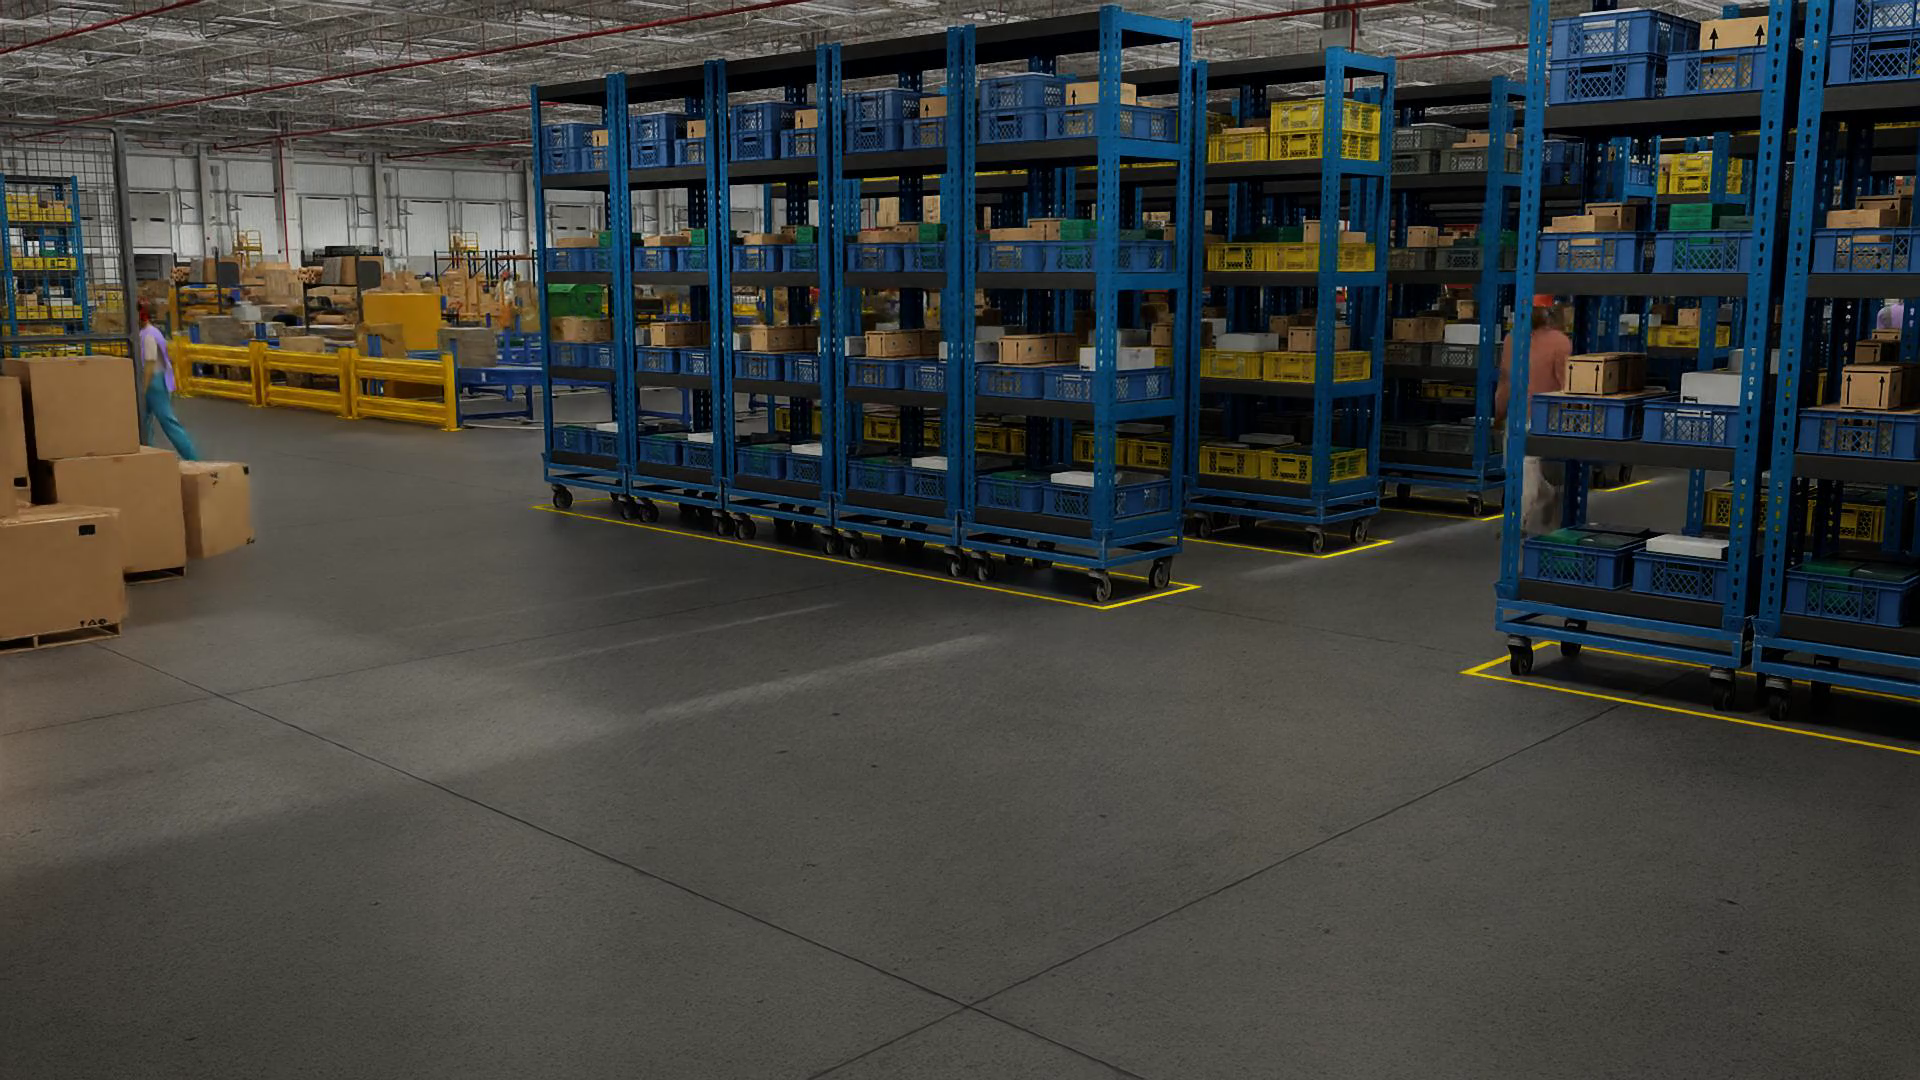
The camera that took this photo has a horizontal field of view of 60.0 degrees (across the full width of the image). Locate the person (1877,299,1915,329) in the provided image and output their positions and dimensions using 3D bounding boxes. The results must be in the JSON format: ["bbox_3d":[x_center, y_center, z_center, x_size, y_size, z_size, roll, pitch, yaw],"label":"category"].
[{"bbox_3d":[10.189,-1.860,17.927,0.605,2.039,0.386,8,12,40],"label":"person"}]

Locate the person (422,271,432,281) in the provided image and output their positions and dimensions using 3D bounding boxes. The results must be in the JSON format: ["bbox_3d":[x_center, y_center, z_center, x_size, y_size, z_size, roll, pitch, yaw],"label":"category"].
[{"bbox_3d":[-27.453,-12.895,85.886,0.602,1.939,0.401,3,10,18],"label":"person"}]

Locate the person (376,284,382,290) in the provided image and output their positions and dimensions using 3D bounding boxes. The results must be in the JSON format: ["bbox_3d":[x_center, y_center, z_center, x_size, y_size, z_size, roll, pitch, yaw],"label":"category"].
[{"bbox_3d":[-21.311,-8.781,60.769,0.932,1.894,0.579,-7,12,-37],"label":"person"}]

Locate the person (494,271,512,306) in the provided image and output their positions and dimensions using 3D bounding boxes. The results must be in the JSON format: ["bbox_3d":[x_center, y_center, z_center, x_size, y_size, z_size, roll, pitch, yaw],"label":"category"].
[{"bbox_3d":[-16.156,-8.513,58.819,0.654,1.998,0.443,4,10,21],"label":"person"}]

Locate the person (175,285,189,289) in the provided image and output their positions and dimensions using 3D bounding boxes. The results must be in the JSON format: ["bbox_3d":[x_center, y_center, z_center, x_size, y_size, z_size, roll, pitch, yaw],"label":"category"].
[{"bbox_3d":[-36.670,-11.648,78.438,0.596,1.872,0.518,-3,10,-17],"label":"person"}]

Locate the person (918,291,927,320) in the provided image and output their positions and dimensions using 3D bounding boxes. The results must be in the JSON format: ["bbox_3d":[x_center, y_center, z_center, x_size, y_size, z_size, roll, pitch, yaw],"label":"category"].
[{"bbox_3d":[-1.036,-5.628,41.710,0.403,1.818,0.602,-4,10,-21],"label":"person"}]

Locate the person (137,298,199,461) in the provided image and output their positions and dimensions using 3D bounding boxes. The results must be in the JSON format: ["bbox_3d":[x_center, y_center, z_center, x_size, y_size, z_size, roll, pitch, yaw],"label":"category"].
[{"bbox_3d":[-7.801,-1.421,15.992,0.972,1.793,0.583,-7,11,-35],"label":"person"}]

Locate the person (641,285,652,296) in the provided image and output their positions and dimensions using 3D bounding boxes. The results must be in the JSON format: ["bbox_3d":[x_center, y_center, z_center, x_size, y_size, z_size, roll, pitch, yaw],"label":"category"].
[{"bbox_3d":[-12.913,-10.184,69.261,0.868,1.929,0.617,-8,12,-41],"label":"person"}]

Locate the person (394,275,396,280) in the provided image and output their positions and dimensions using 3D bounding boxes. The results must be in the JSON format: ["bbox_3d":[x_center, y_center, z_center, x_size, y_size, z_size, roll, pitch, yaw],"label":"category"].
[{"bbox_3d":[-29.538,-13.142,87.501,0.651,1.906,0.486,6,11,34],"label":"person"}]

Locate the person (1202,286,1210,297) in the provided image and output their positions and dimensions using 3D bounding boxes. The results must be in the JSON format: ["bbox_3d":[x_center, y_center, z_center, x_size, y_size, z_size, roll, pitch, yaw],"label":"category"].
[{"bbox_3d":[7.181,-6.825,48.807,0.615,1.886,0.652,9,13,44],"label":"person"}]

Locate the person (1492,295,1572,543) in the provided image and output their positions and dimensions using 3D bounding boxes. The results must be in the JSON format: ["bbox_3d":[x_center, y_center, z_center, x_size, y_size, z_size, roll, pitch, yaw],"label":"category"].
[{"bbox_3d":[4.402,-0.975,12.695,0.753,1.979,0.623,-5,11,-29],"label":"person"}]

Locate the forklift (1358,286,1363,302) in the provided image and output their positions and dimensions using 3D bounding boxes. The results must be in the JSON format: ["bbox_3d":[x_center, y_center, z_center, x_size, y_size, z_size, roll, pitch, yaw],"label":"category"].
[{"bbox_3d":[11.100,-7.017,46.970,1.873,2.768,1.129,9,13,43],"label":"forklift"}]

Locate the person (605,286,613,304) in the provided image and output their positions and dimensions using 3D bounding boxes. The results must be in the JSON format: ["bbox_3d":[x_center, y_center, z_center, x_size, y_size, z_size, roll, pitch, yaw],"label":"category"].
[{"bbox_3d":[-13.437,-9.209,64.026,0.318,1.697,0.534,-9,13,-44],"label":"person"}]

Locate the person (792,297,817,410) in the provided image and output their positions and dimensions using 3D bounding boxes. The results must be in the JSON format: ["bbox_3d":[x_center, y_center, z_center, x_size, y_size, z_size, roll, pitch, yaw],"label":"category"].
[{"bbox_3d":[-2.037,-2.301,21.459,0.438,1.751,0.554,-5,11,-30],"label":"person"}]

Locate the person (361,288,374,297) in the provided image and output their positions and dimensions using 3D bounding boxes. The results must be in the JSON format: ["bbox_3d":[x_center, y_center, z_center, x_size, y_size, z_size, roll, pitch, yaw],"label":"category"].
[{"bbox_3d":[-19.249,-7.723,54.003,0.611,1.995,0.380,3,10,20],"label":"person"}]

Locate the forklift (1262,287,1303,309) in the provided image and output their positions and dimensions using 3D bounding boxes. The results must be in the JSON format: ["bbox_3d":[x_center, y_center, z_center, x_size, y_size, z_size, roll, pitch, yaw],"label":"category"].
[{"bbox_3d":[10.769,-8.203,54.240,1.129,2.768,1.873,8,12,42],"label":"forklift"}]

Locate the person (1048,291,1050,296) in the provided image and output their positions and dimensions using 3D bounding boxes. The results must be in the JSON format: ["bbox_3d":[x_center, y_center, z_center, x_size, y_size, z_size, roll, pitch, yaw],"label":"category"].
[{"bbox_3d":[3.005,-7.960,56.167,0.329,1.765,0.526,2,9,11],"label":"person"}]
